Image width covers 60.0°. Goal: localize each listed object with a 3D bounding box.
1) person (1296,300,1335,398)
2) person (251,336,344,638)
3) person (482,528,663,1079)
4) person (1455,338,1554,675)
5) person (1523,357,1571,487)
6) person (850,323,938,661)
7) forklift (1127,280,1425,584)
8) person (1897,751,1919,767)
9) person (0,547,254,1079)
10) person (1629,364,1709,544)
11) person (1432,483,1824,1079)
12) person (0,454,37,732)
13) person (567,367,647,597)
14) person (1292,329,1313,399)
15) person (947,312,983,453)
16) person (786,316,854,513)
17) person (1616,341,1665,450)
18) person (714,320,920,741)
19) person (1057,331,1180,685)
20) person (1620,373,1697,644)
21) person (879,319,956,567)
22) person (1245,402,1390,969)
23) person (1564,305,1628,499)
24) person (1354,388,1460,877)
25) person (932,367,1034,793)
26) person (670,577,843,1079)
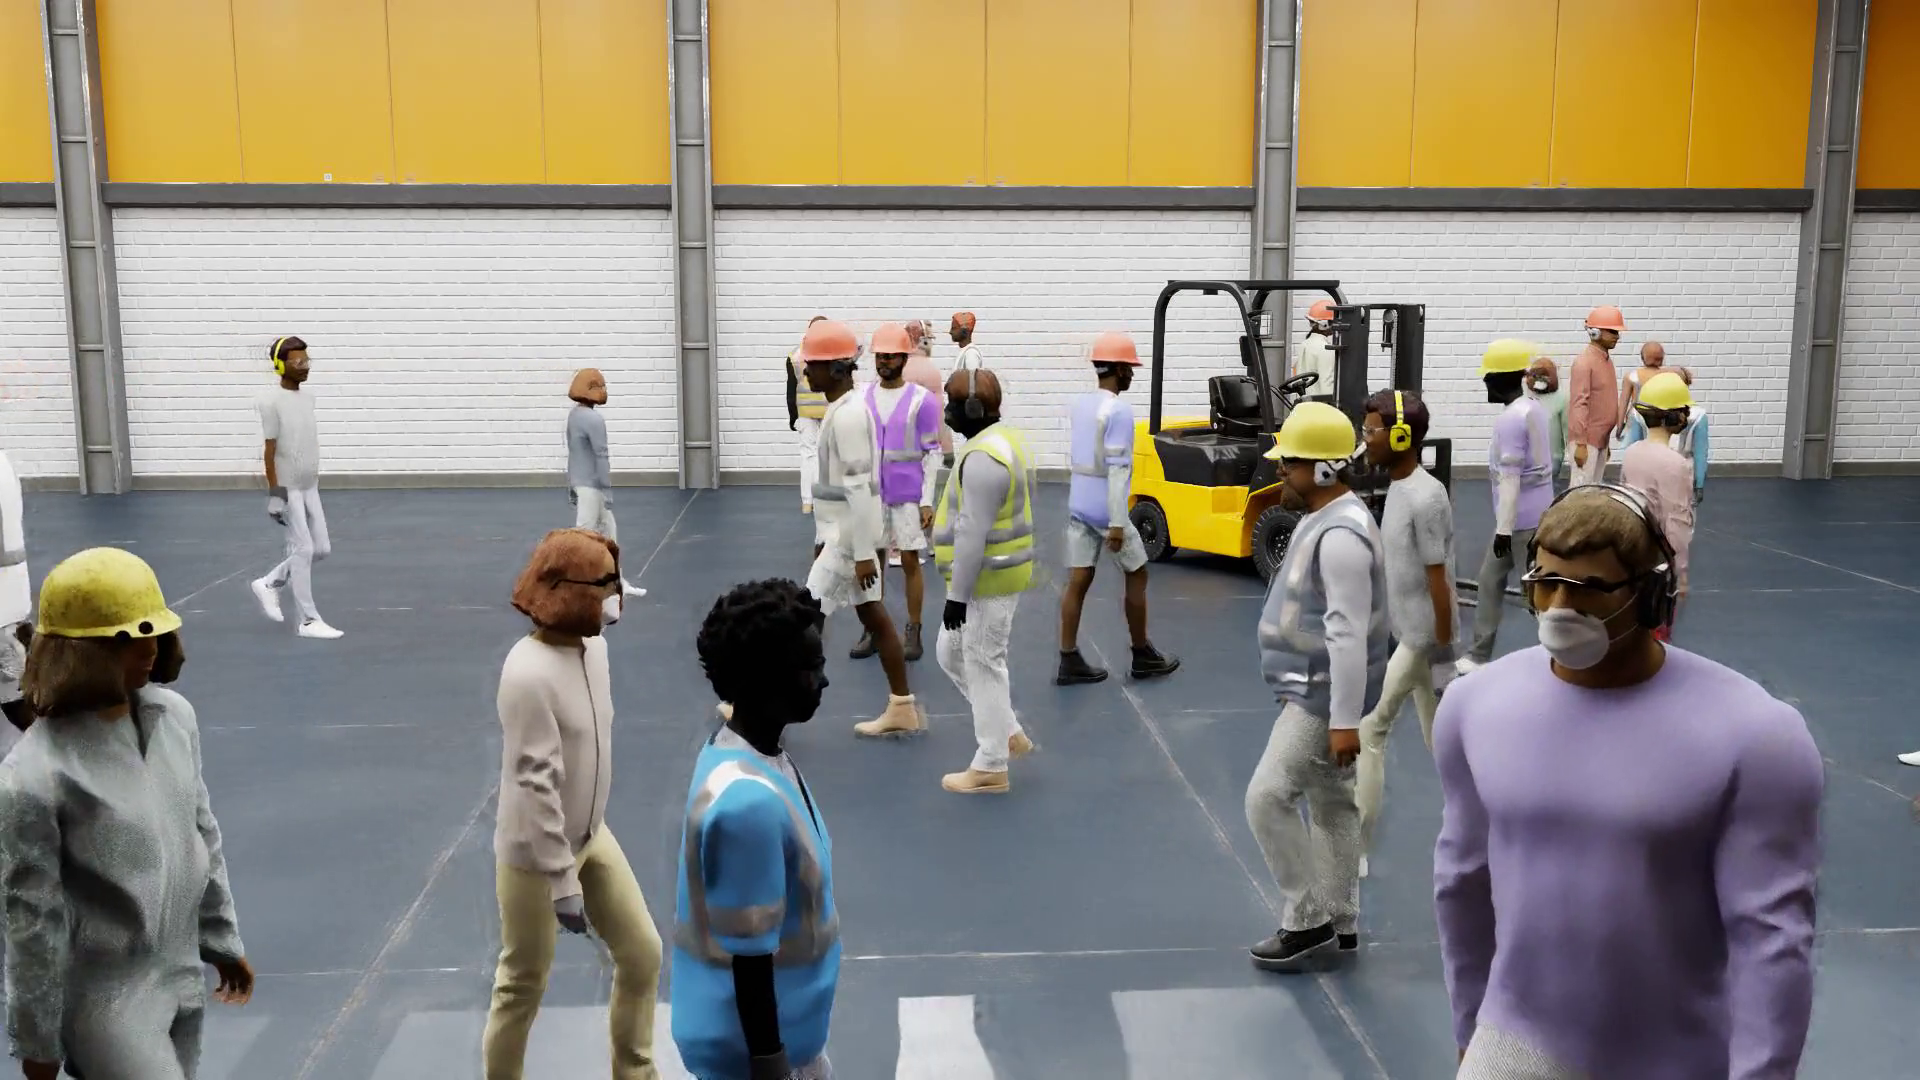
[{"bbox_3d":[3.191,-1.134,14.818,0.379,1.996,0.608,-2,9,-11],"label":"person"},{"bbox_3d":[-4.099,-0.316,10.138,0.602,1.855,0.516,3,9,15],"label":"person"},{"bbox_3d":[-0.899,0.776,4.044,0.662,1.612,0.520,2,9,14],"label":"person"},{"bbox_3d":[3.100,-0.145,8.975,0.872,1.890,0.586,3,10,19],"label":"person"},{"bbox_3d":[4.543,-0.633,12.957,0.853,1.579,0.514,-7,12,-39],"label":"person"},{"bbox_3d":[-0.397,-0.270,9.566,0.545,1.942,0.352,3,9,17],"label":"person"},{"bbox_3d":[2.301,-0.860,12.475,1.214,2.155,2.313,-6,11,-35],"label":"forklift"},{"bbox_3d":[4.409,0.112,7.212,0.388,1.926,0.590,0,9,1],"label":"person"},{"bbox_3d":[-1.679,0.851,3.225,0.766,1.720,0.486,1,9,7],"label":"person"},{"bbox_3d":[4.715,-0.361,11.146,0.521,1.625,0.553,7,12,38],"label":"person"},{"bbox_3d":[1.037,0.850,2.727,0.641,1.896,0.987,7,11,36],"label":"person"},{"bbox_3d":[-3.786,0.275,6.328,0.996,1.884,0.547,-3,9,-17],"label":"person"},{"bbox_3d":[-2.530,-0.362,11.177,0.807,1.601,0.504,-5,10,-30],"label":"person"},{"bbox_3d":[3.564,-1.296,16.805,0.321,1.689,0.530,-5,11,-31],"label":"person"},{"bbox_3d":[0.052,-1.119,15.072,0.340,1.882,0.586,-1,9,-7],"label":"person"},{"bbox_3d":[-1.288,-1.160,15.473,0.634,1.840,0.429,1,9,4],"label":"person"},{"bbox_3d":[6.382,-1.042,15.436,0.523,1.611,0.761,1,9,8],"label":"person"},{"bbox_3d":[-0.661,-0.020,7.799,1.023,1.996,0.640,0,9,-2],"label":"person"},{"bbox_3d":[0.871,-0.170,9.038,0.842,1.902,0.580,-5,10,-27],"label":"person"},{"bbox_3d":[3.204,0.117,7.677,0.306,1.772,0.525,-1,9,-4],"label":"person"},{"bbox_3d":[-0.237,-0.744,12.760,0.897,1.870,0.670,-6,11,-35],"label":"person"},{"bbox_3d":[1.090,0.472,5.287,0.512,1.816,0.625,1,9,9],"label":"person"},{"bbox_3d":[4.735,-0.750,12.418,0.399,1.989,0.622,7,11,37],"label":"person"},{"bbox_3d":[1.721,0.361,6.034,0.917,1.818,0.536,1,9,9],"label":"person"},{"bbox_3d":[0.092,0.181,7.081,0.437,1.827,0.641,0,9,2],"label":"person"},{"bbox_3d":[-0.447,0.894,3.070,0.630,1.679,0.539,0,9,-3],"label":"person"}]
